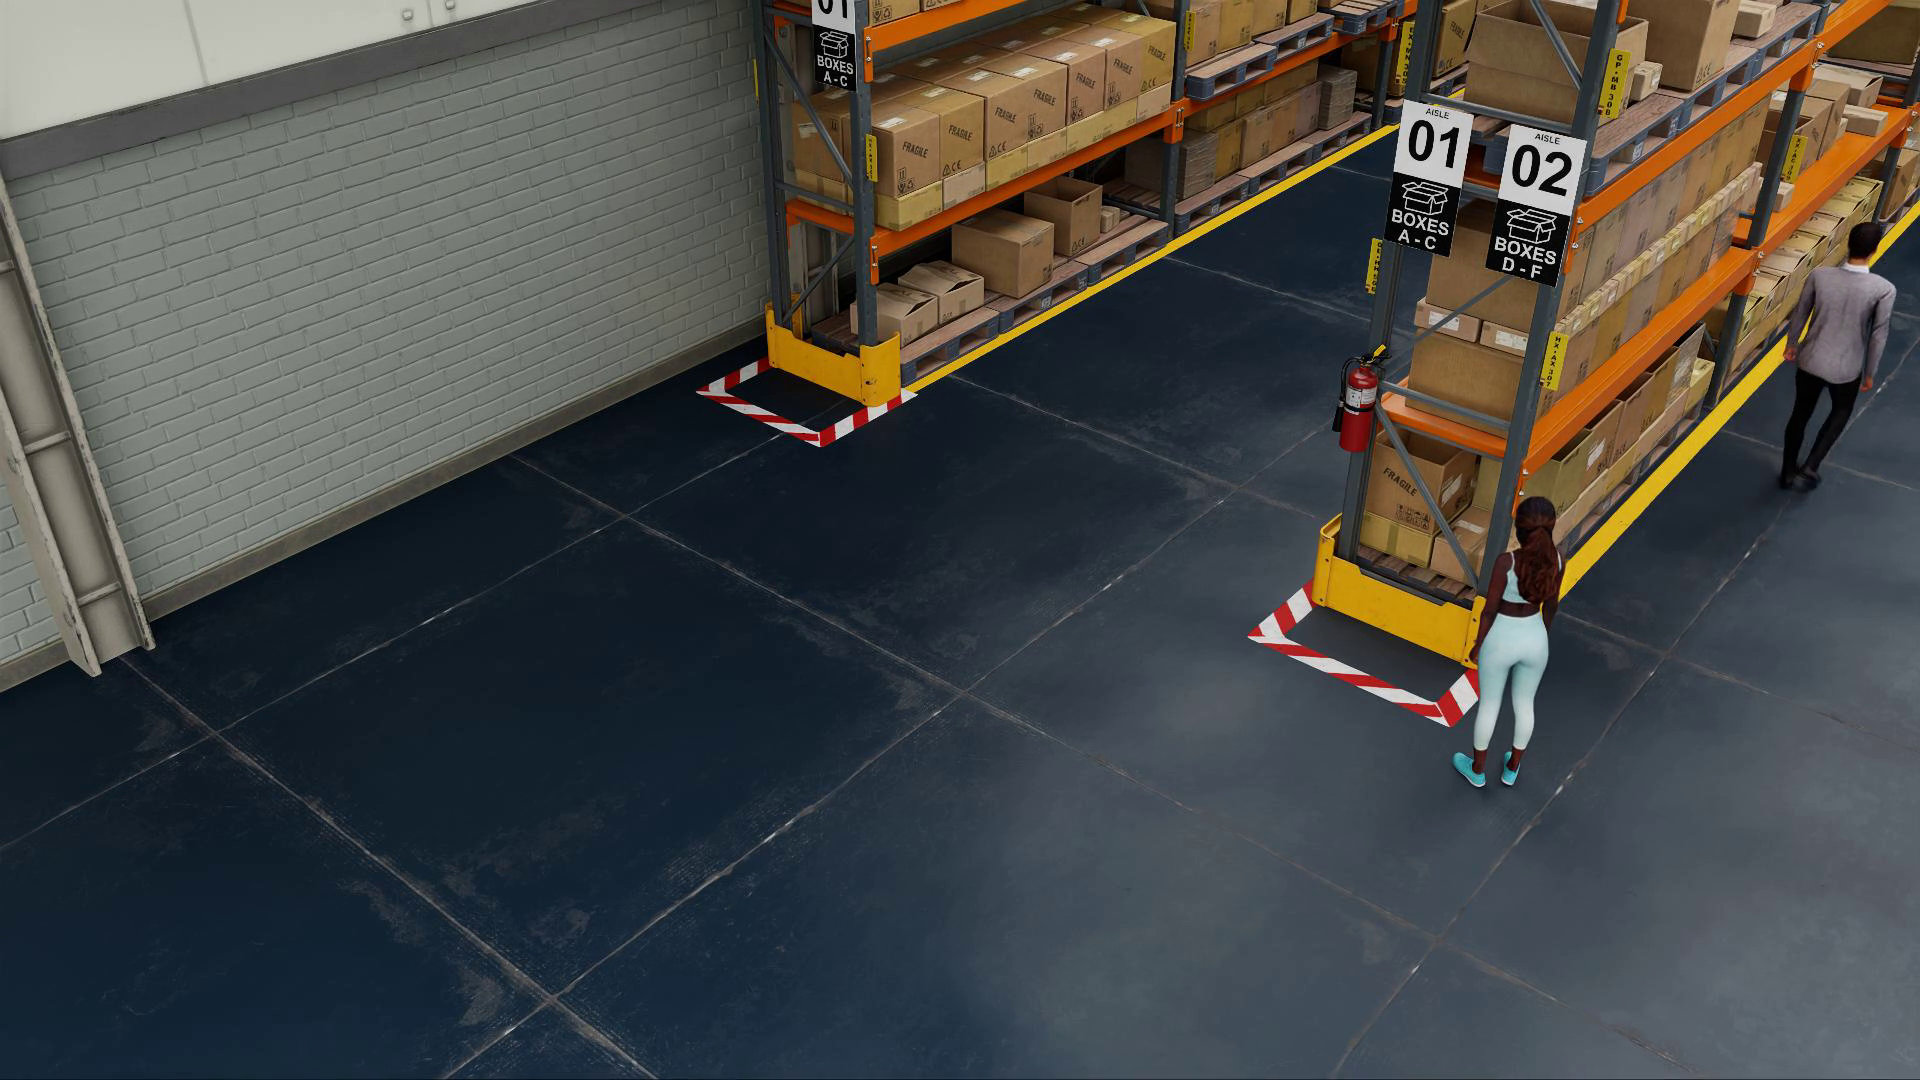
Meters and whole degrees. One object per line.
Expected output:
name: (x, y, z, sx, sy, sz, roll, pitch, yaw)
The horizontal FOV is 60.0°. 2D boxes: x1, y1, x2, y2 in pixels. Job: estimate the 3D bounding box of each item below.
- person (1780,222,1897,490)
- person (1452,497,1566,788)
person: (5.771, -1.164, 11.082, 0.771, 1.910, 0.623, 26, 41, 34)
person: (2.866, 0.548, 8.619, 0.652, 1.724, 0.710, -2, 33, -3)
